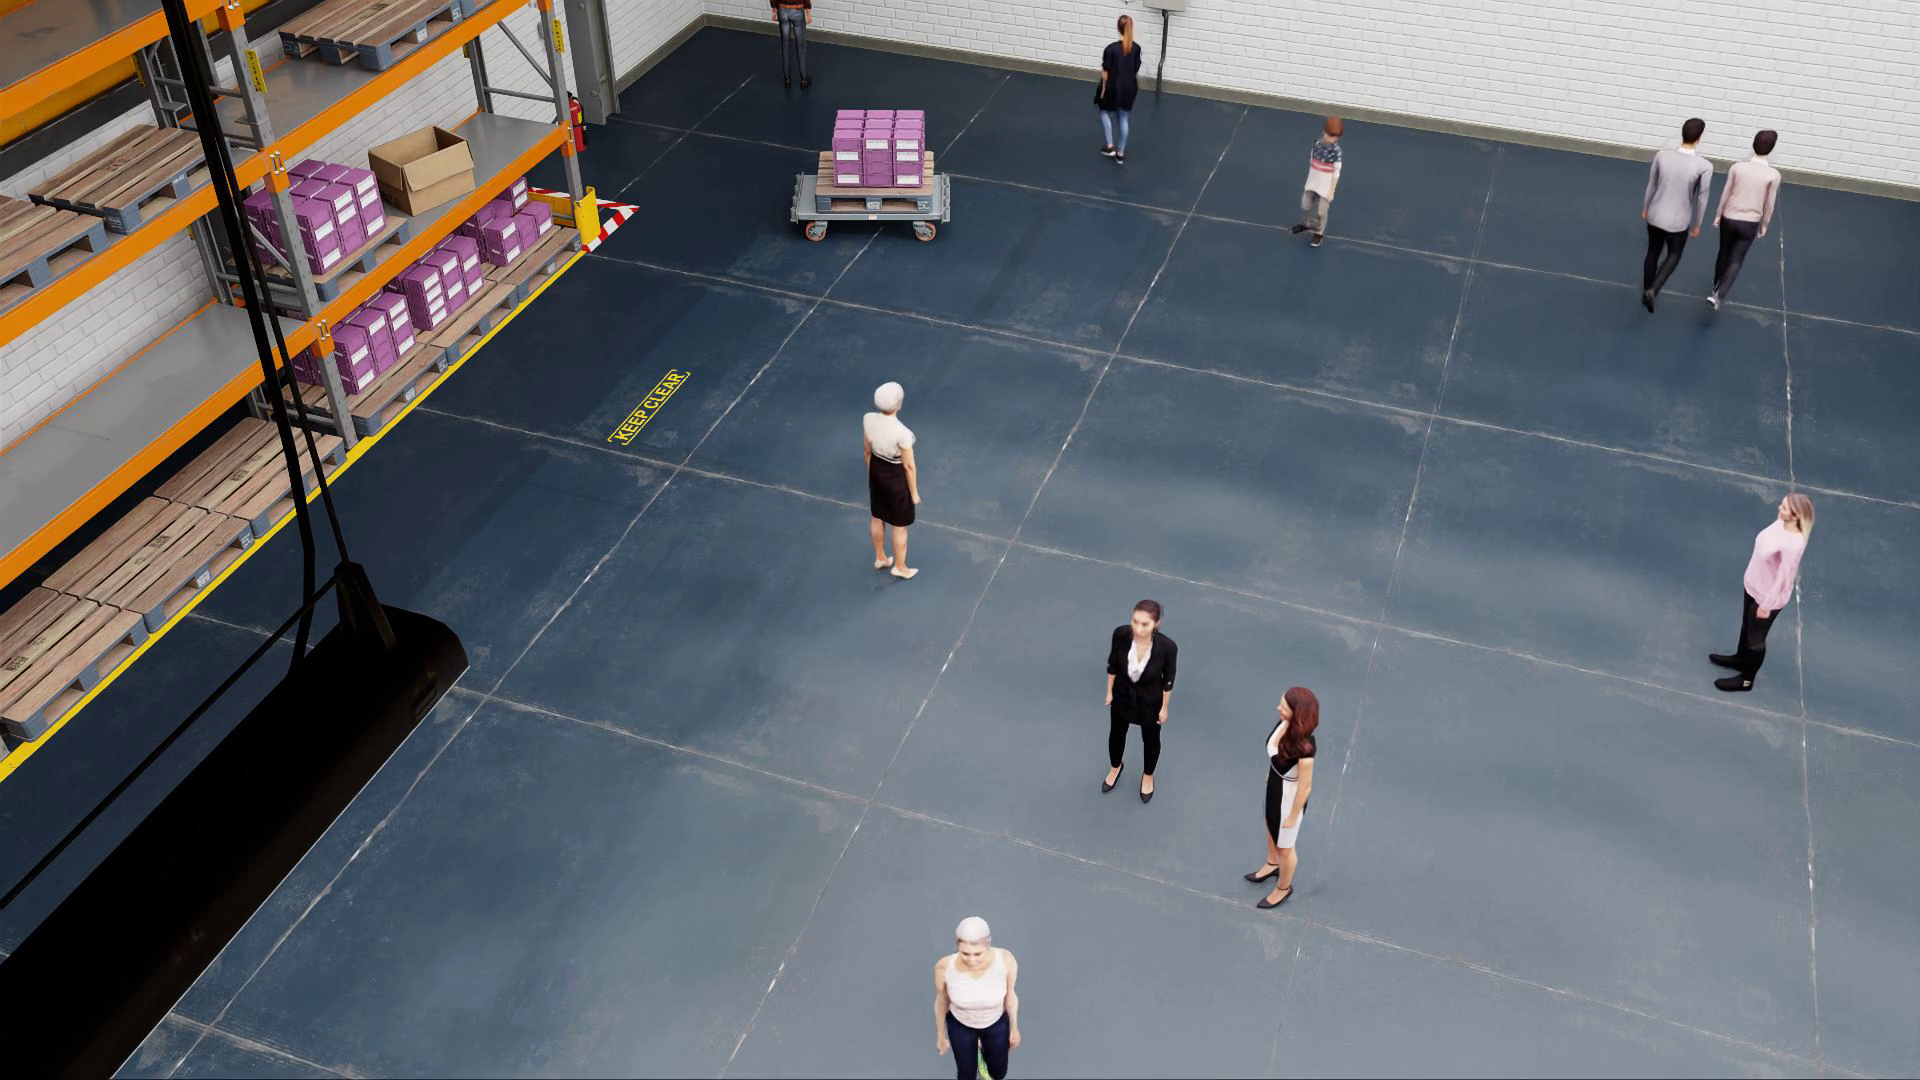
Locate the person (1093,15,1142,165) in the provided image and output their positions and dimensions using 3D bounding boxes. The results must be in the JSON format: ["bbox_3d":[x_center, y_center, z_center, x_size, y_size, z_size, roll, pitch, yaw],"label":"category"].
[{"bbox_3d":[1.778,-4.912,18.272,0.799,1.677,0.850,-10,40,-12],"label":"person"}]

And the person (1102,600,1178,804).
[{"bbox_3d":[1.168,1.030,10.844,0.587,1.662,0.540,13,41,16],"label":"person"}]

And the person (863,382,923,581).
[{"bbox_3d":[-0.531,-0.433,12.602,0.703,1.754,0.647,27,46,30],"label":"person"}]

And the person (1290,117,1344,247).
[{"bbox_3d":[3.679,-3.668,16.926,0.720,1.413,0.722,-21,43,-24],"label":"person"}]

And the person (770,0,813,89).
[{"bbox_3d":[-2.021,-6.305,19.933,0.689,1.782,0.596,5,39,6],"label":"person"}]

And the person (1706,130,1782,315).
[{"bbox_3d":[7.397,-2.997,15.789,0.849,1.783,1.187,25,45,28],"label":"person"}]

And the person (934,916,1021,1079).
[{"bbox_3d":[0.087,2.533,8.941,0.792,1.689,0.905,-3,39,-3],"label":"person"}]

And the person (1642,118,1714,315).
[{"bbox_3d":[6.670,-3.020,15.724,0.919,1.901,1.024,29,47,31],"label":"person"}]

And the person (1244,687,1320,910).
[{"bbox_3d":[1.969,1.559,10.076,0.712,1.795,0.586,-5,39,-6],"label":"person"}]

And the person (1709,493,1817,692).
[{"bbox_3d":[5.673,0.357,11.668,0.685,1.687,0.512,8,39,10],"label":"person"}]
